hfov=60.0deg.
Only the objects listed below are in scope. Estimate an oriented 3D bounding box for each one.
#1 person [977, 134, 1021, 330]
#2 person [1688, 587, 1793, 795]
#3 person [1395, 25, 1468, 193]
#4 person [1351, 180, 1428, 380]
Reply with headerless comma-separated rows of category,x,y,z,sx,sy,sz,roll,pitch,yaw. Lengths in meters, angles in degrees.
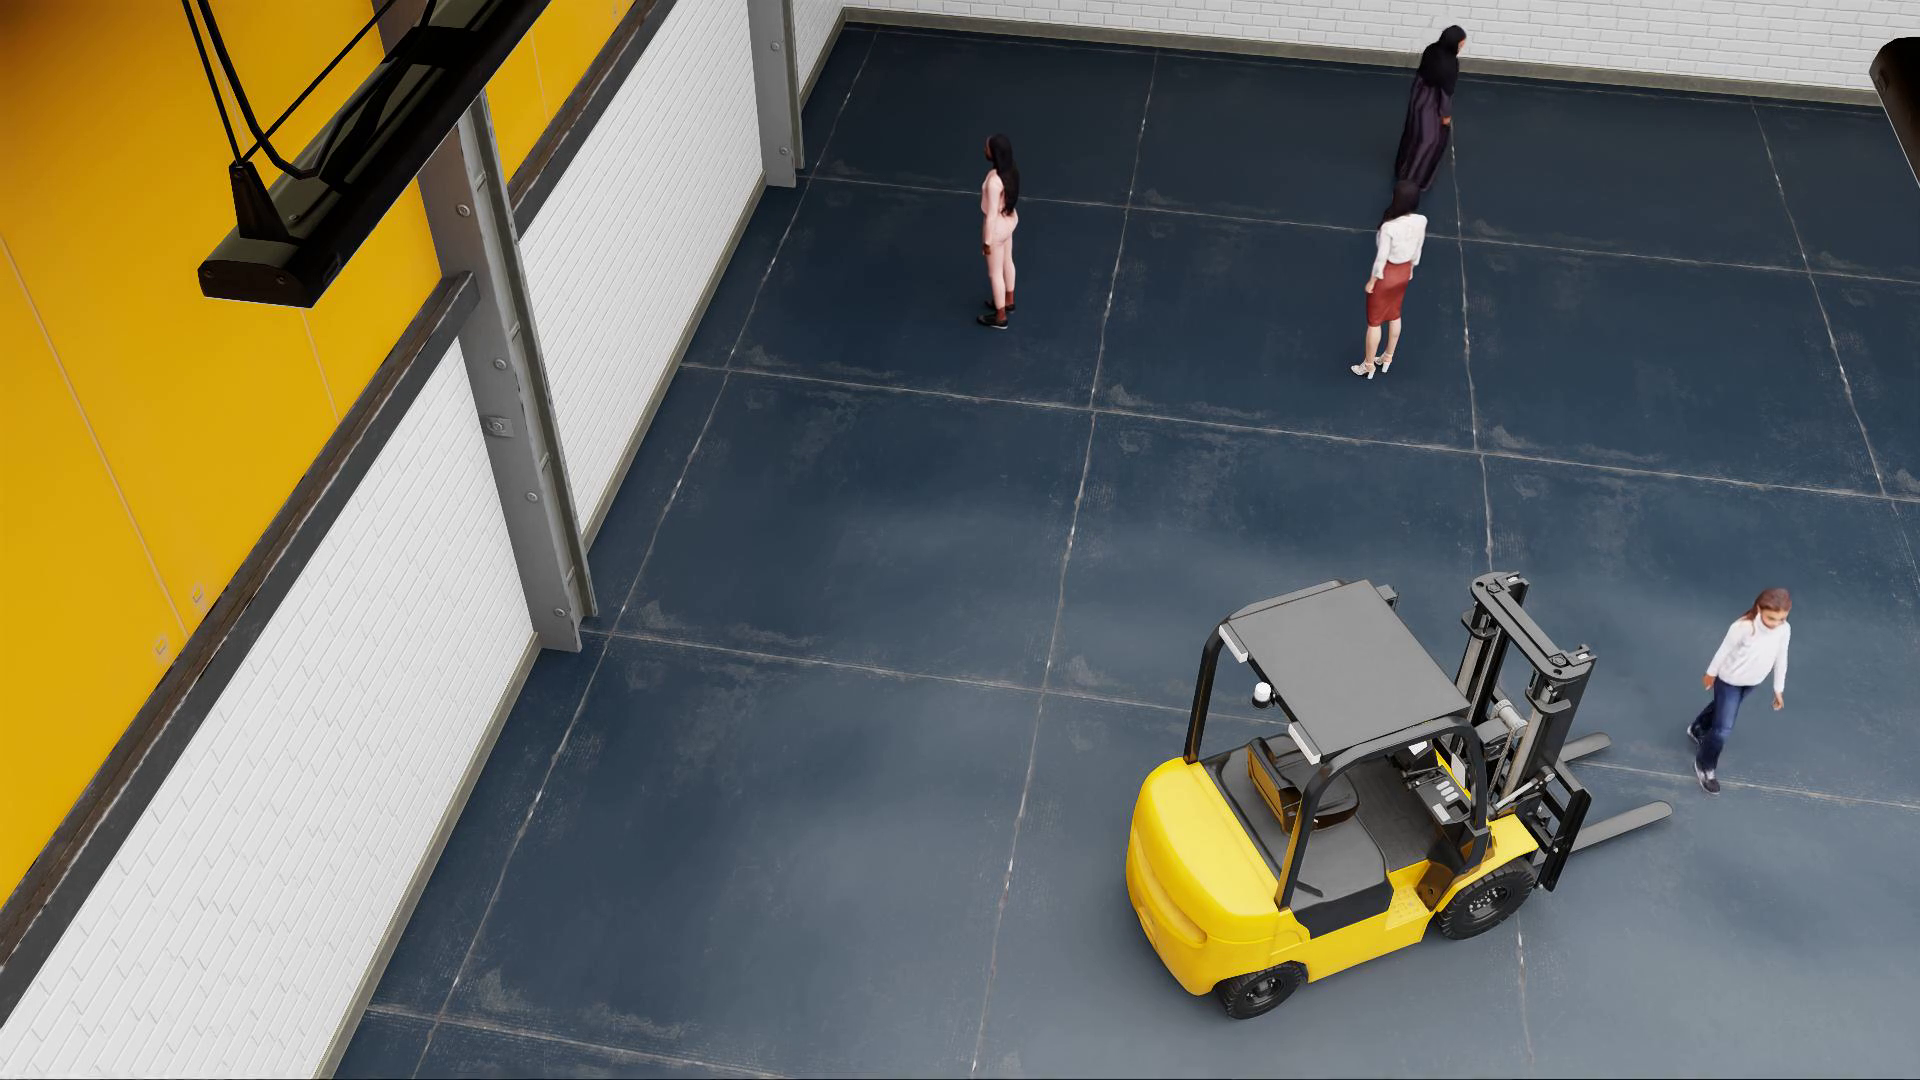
person,0.327,-2.525,13.533,0.706,1.718,0.508,14,45,14
person,4.736,0.778,10.199,0.695,1.536,0.855,-8,44,-8
person,4.256,-4.020,15.196,0.872,1.589,0.740,-25,49,-24
person,3.350,-2.023,12.983,0.678,1.750,0.712,-21,47,-20
